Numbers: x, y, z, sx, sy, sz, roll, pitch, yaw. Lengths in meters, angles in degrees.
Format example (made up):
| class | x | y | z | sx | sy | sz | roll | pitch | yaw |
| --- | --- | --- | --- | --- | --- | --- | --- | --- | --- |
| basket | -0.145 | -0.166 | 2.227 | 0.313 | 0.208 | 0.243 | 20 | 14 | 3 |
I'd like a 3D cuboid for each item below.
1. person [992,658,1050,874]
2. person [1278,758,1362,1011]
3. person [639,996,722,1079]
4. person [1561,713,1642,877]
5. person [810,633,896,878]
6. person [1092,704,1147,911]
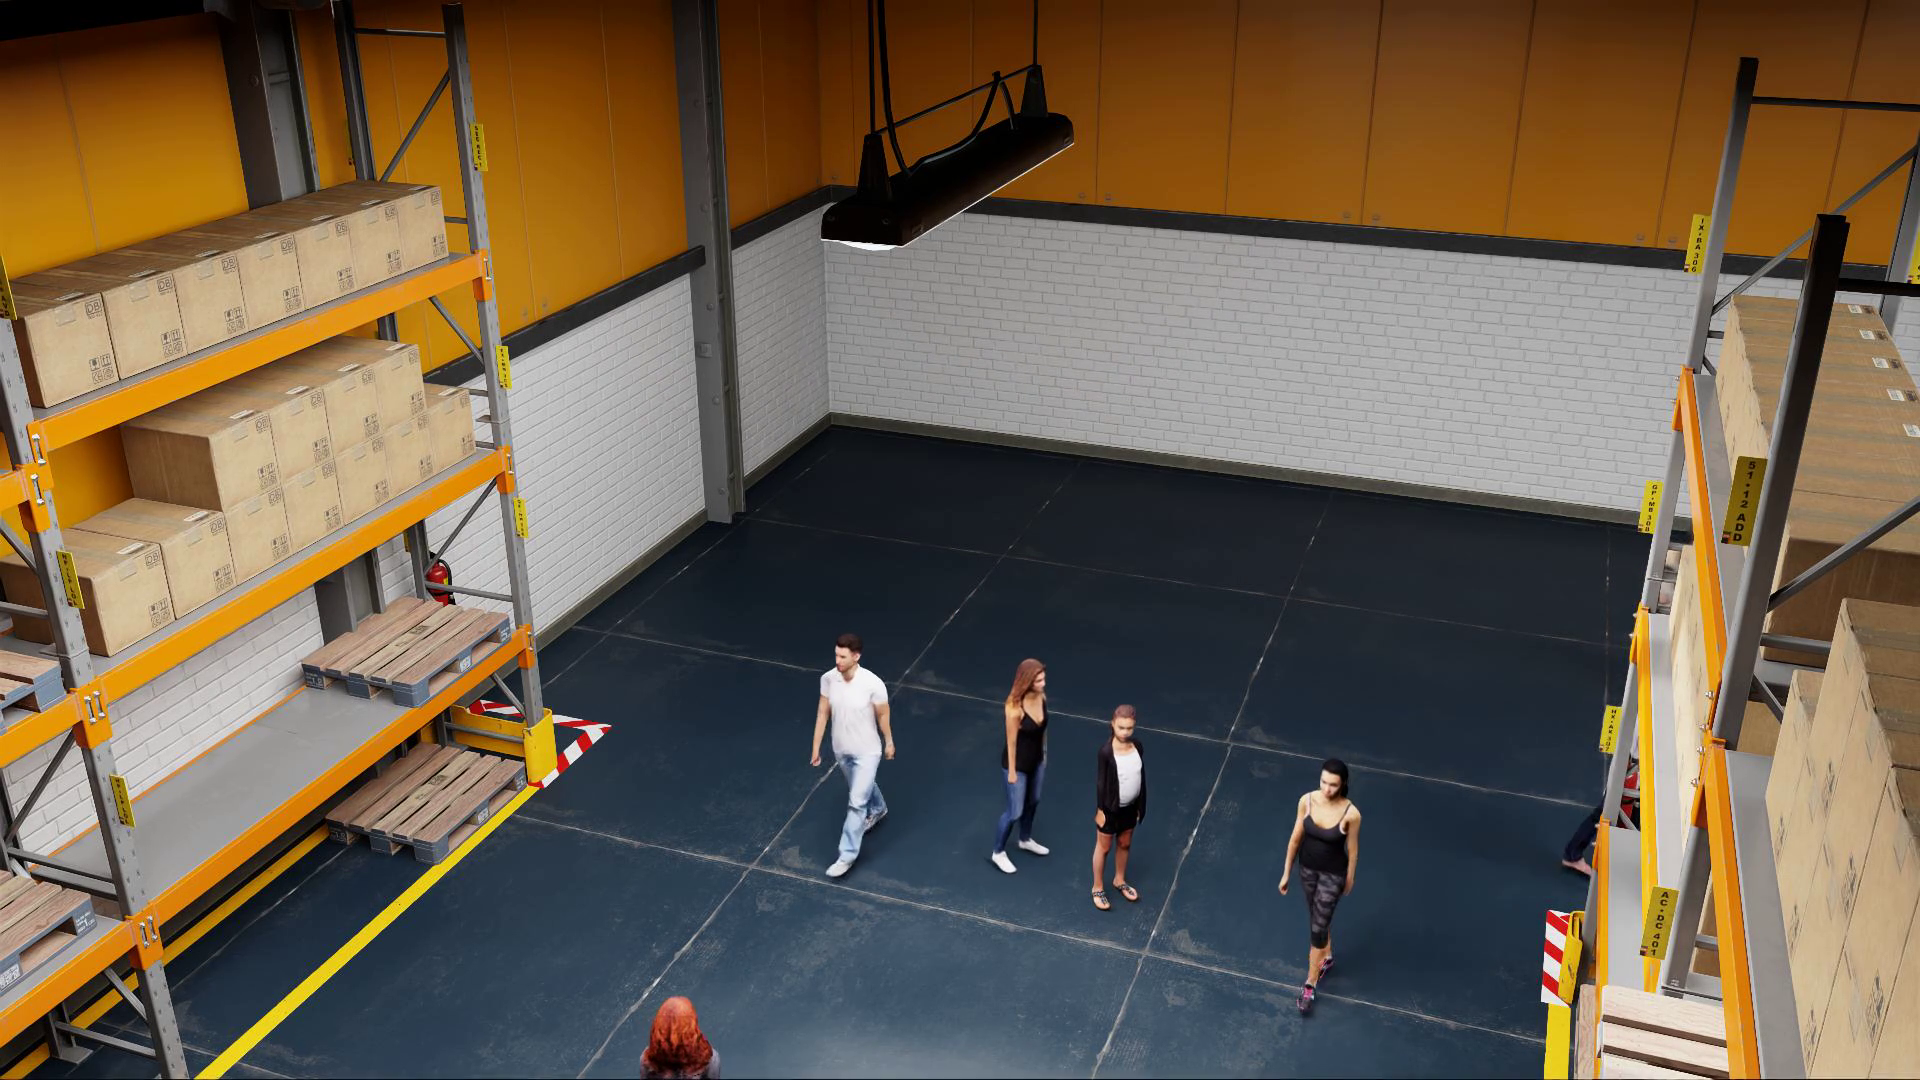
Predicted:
| class | x | y | z | sx | sy | sz | roll | pitch | yaw |
| --- | --- | --- | --- | --- | --- | --- | --- | --- | --- |
| person | 0.450 | 1.612 | 12.099 | 0.725 | 1.708 | 0.613 | 18 | 29 | 35 |
| person | 2.411 | 2.145 | 10.883 | 0.733 | 1.707 | 0.928 | 18 | 30 | 36 |
| person | -1.422 | 3.137 | 8.556 | 0.848 | 1.752 | 1.136 | -1 | 24 | -1 |
| person | 4.671 | 1.693 | 11.798 | 0.970 | 1.801 | 1.193 | 16 | 28 | 33 |
| person | -0.715 | 1.486 | 12.257 | 0.862 | 1.813 | 1.251 | 14 | 27 | 30 |
| person | 1.115 | 1.850 | 11.748 | 0.637 | 1.554 | 0.696 | -10 | 26 | -23 |
